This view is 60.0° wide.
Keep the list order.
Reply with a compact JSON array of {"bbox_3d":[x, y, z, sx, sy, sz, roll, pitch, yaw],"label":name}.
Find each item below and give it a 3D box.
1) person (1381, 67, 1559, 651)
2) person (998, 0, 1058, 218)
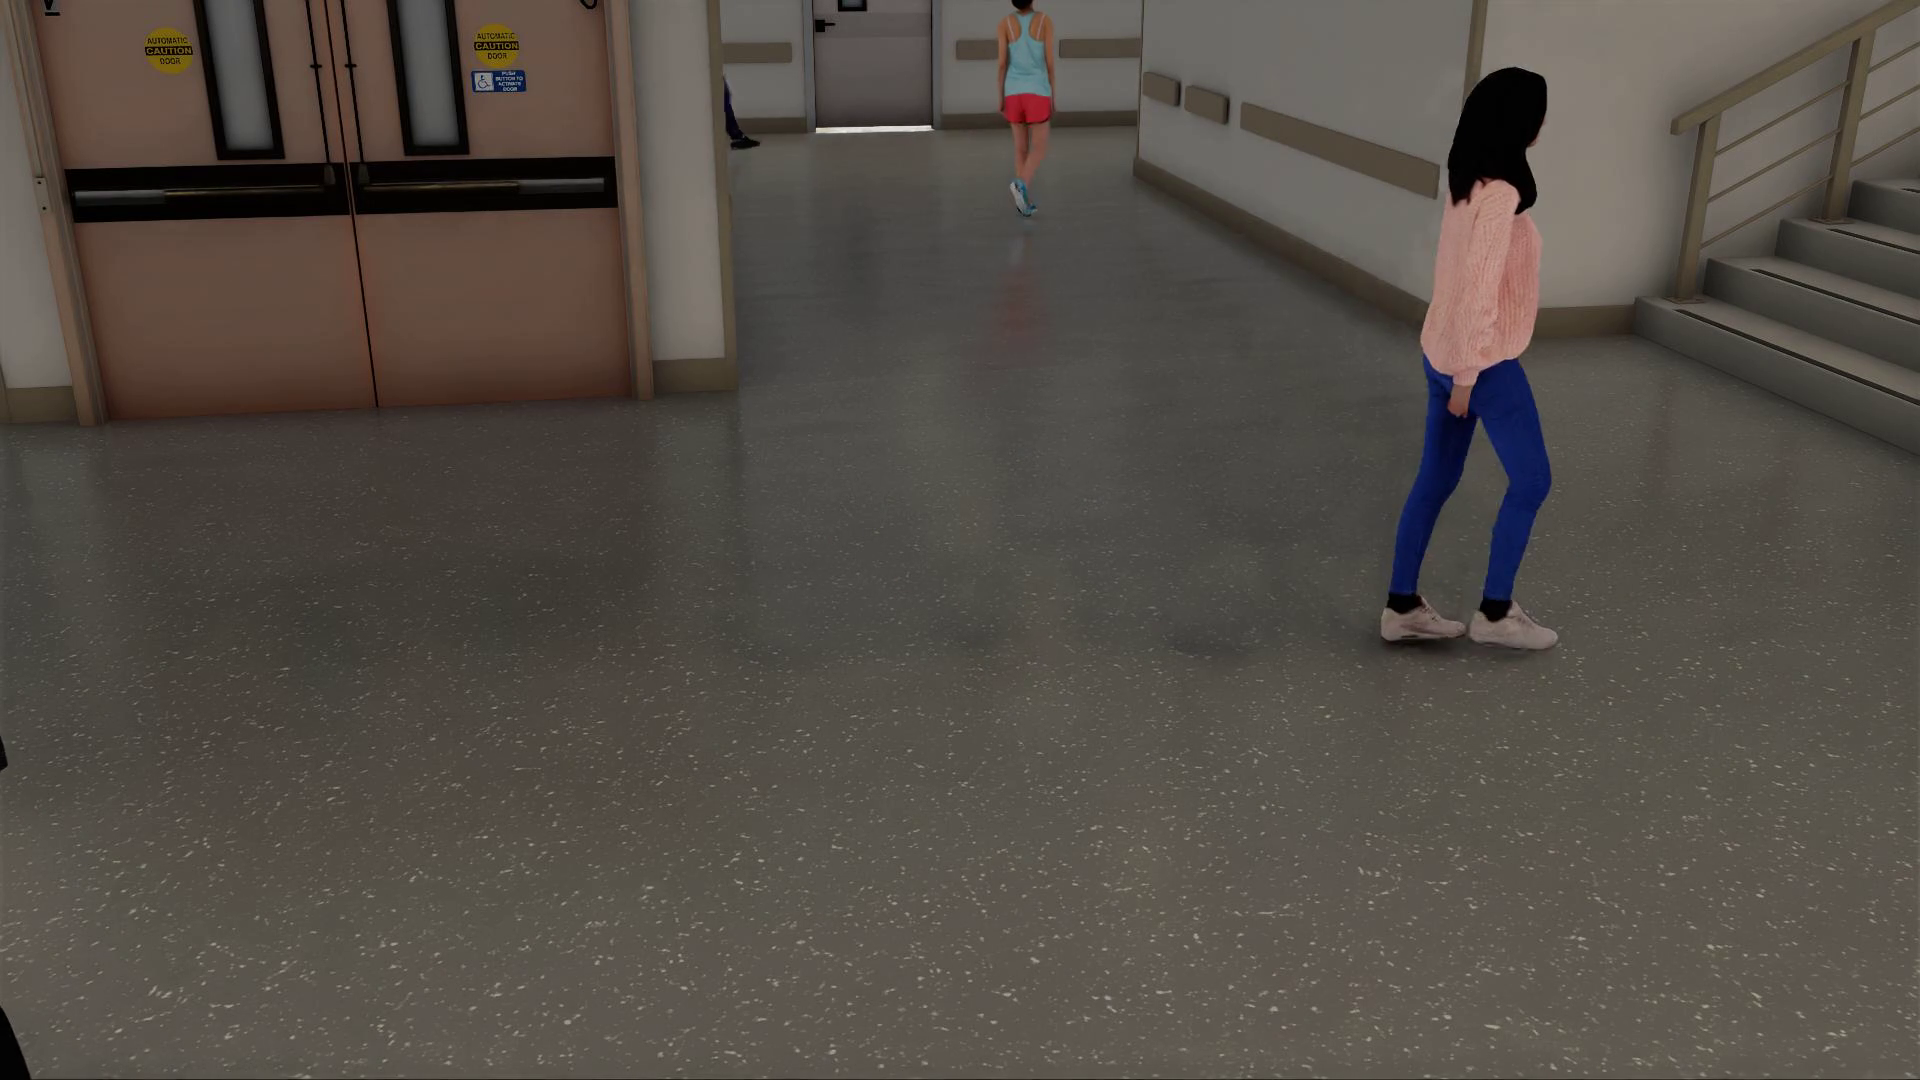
[{"bbox_3d":[1.447,-0.499,4.974,0.795,1.752,0.710,0,21,0],"label":"person"},{"bbox_3d":[0.480,-3.187,12.072,1.026,1.750,0.922,5,21,13],"label":"person"}]
